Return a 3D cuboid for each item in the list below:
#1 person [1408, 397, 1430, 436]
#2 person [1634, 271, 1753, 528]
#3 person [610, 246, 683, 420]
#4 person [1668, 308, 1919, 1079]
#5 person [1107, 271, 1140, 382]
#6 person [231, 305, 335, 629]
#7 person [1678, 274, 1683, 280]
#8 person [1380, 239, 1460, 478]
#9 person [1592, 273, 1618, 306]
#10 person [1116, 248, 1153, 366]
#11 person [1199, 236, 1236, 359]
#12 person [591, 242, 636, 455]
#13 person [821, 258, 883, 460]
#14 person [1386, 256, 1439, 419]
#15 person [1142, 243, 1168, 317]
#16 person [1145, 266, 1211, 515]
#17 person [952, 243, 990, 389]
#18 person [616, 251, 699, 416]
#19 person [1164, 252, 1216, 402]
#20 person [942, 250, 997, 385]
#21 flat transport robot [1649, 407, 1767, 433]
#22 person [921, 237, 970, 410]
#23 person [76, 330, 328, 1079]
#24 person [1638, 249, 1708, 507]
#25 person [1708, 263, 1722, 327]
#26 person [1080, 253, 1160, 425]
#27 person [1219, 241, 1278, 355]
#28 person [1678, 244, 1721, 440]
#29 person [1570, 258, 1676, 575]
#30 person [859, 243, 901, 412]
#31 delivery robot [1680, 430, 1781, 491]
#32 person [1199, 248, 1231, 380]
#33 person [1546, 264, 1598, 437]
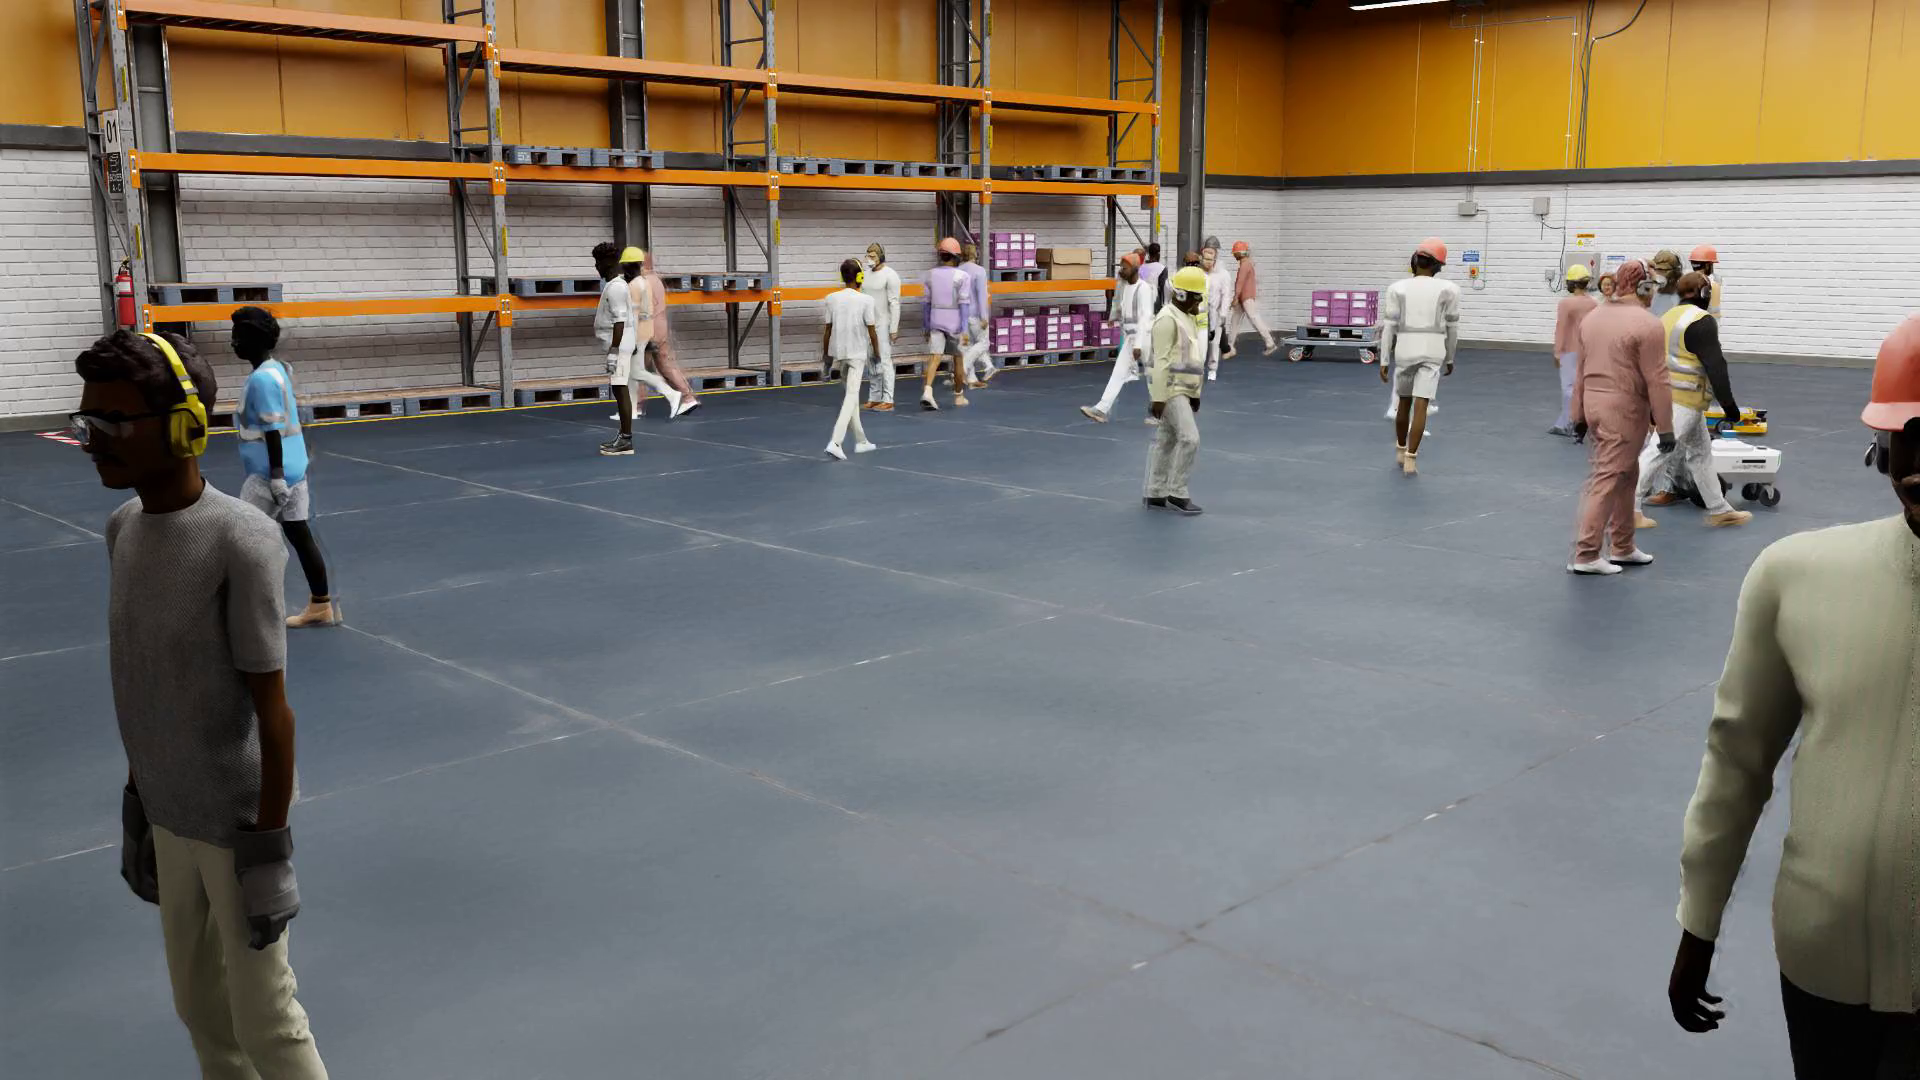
[{"bbox_3d":[4.662,-1.884,16.979,0.395,1.618,0.588,-5,12,-27],"label":"person"},{"bbox_3d":[5.013,-0.953,11.489,0.985,1.777,0.642,1,10,7],"label":"person"},{"bbox_3d":[-3.445,-2.236,18.111,0.759,1.901,0.594,0,10,-2],"label":"person"},{"bbox_3d":[1.448,0.601,2.530,1.016,1.952,0.636,-9,14,-41],"label":"person"},{"bbox_3d":[2.279,-3.034,22.983,0.748,1.718,0.500,-9,14,-40],"label":"person"},{"bbox_3d":[-3.587,-0.335,8.384,0.795,1.663,0.547,-3,11,-15],"label":"person"},{"bbox_3d":[9.610,-2.856,22.278,0.588,1.610,0.505,9,14,40],"label":"person"},{"bbox_3d":[3.928,-1.560,14.196,0.622,1.977,1.041,4,11,20],"label":"person"},{"bbox_3d":[6.889,-2.038,17.787,0.550,1.620,0.472,4,11,21],"label":"person"},{"bbox_3d":[2.684,-3.585,25.710,0.593,1.818,0.434,5,11,24],"label":"person"},{"bbox_3d":[4.087,-3.917,26.905,0.702,2.000,0.976,9,14,42],"label":"person"},{"bbox_3d":[-3.198,-1.768,15.405,0.377,1.958,0.600,-2,11,-9],"label":"person"},{"bbox_3d":[-1.003,-1.654,15.181,0.549,1.824,0.979,5,12,25],"label":"person"},{"bbox_3d":[5.047,-2.240,18.389,0.980,1.819,0.543,-8,13,-36],"label":"person"},{"bbox_3d":[3.042,-3.746,26.342,0.453,1.903,0.600,-10,14,-43],"label":"person"},{"bbox_3d":[1.600,-1.070,12.055,0.613,1.793,0.695,4,11,22],"label":"person"},{"bbox_3d":[0.109,-2.920,21.801,0.502,1.919,0.664,-8,13,-36],"label":"person"},{"bbox_3d":[-3.387,-2.302,18.624,0.900,1.863,0.652,1,10,8],"label":"person"},{"bbox_3d":[2.794,-2.599,20.312,0.650,1.827,0.546,0,10,1],"label":"person"},{"bbox_3d":[0.155,-3.052,22.767,0.972,1.841,0.584,-8,13,-36],"label":"person"},{"bbox_3d":[7.613,-1.273,17.316,1.431,0.197,0.652,5,11,24],"label":"flat transport robot"},{"bbox_3d":[-0.176,-2.511,19.351,0.618,2.007,0.995,5,11,24],"label":"person"},{"bbox_3d":[-1.408,0.539,3.109,0.511,1.862,0.323,7,13,34],"label":"person"},{"bbox_3d":[5.179,-1.185,12.336,0.617,1.915,0.656,-6,12,-29],"label":"person"},{"bbox_3d":[10.191,-3.055,22.821,0.598,1.831,0.421,-3,11,-14],"label":"person"},{"bbox_3d":[1.814,-2.107,17.615,1.061,1.819,0.603,-3,11,-18],"label":"person"},{"bbox_3d":[4.884,-4.074,28.078,1.042,1.939,0.618,2,11,9],"label":"person"},{"bbox_3d":[7.282,-1.953,16.475,0.376,1.935,0.550,-6,12,-29],"label":"person"},{"bbox_3d":[4.030,-0.722,9.913,0.793,1.874,0.667,-3,11,-14],"label":"person"},{"bbox_3d":[-0.957,-2.454,19.225,0.406,1.936,0.646,-9,14,-41],"label":"person"},{"bbox_3d":[5.780,-0.585,12.532,0.707,0.478,0.477,0,10,-2],"label":"delivery robot"},{"bbox_3d":[3.419,-3.099,23.011,0.630,1.846,1.005,2,11,11],"label":"person"},{"bbox_3d":[6.193,-1.870,16.578,0.532,1.741,0.762,-6,12,-28],"label":"person"}]
